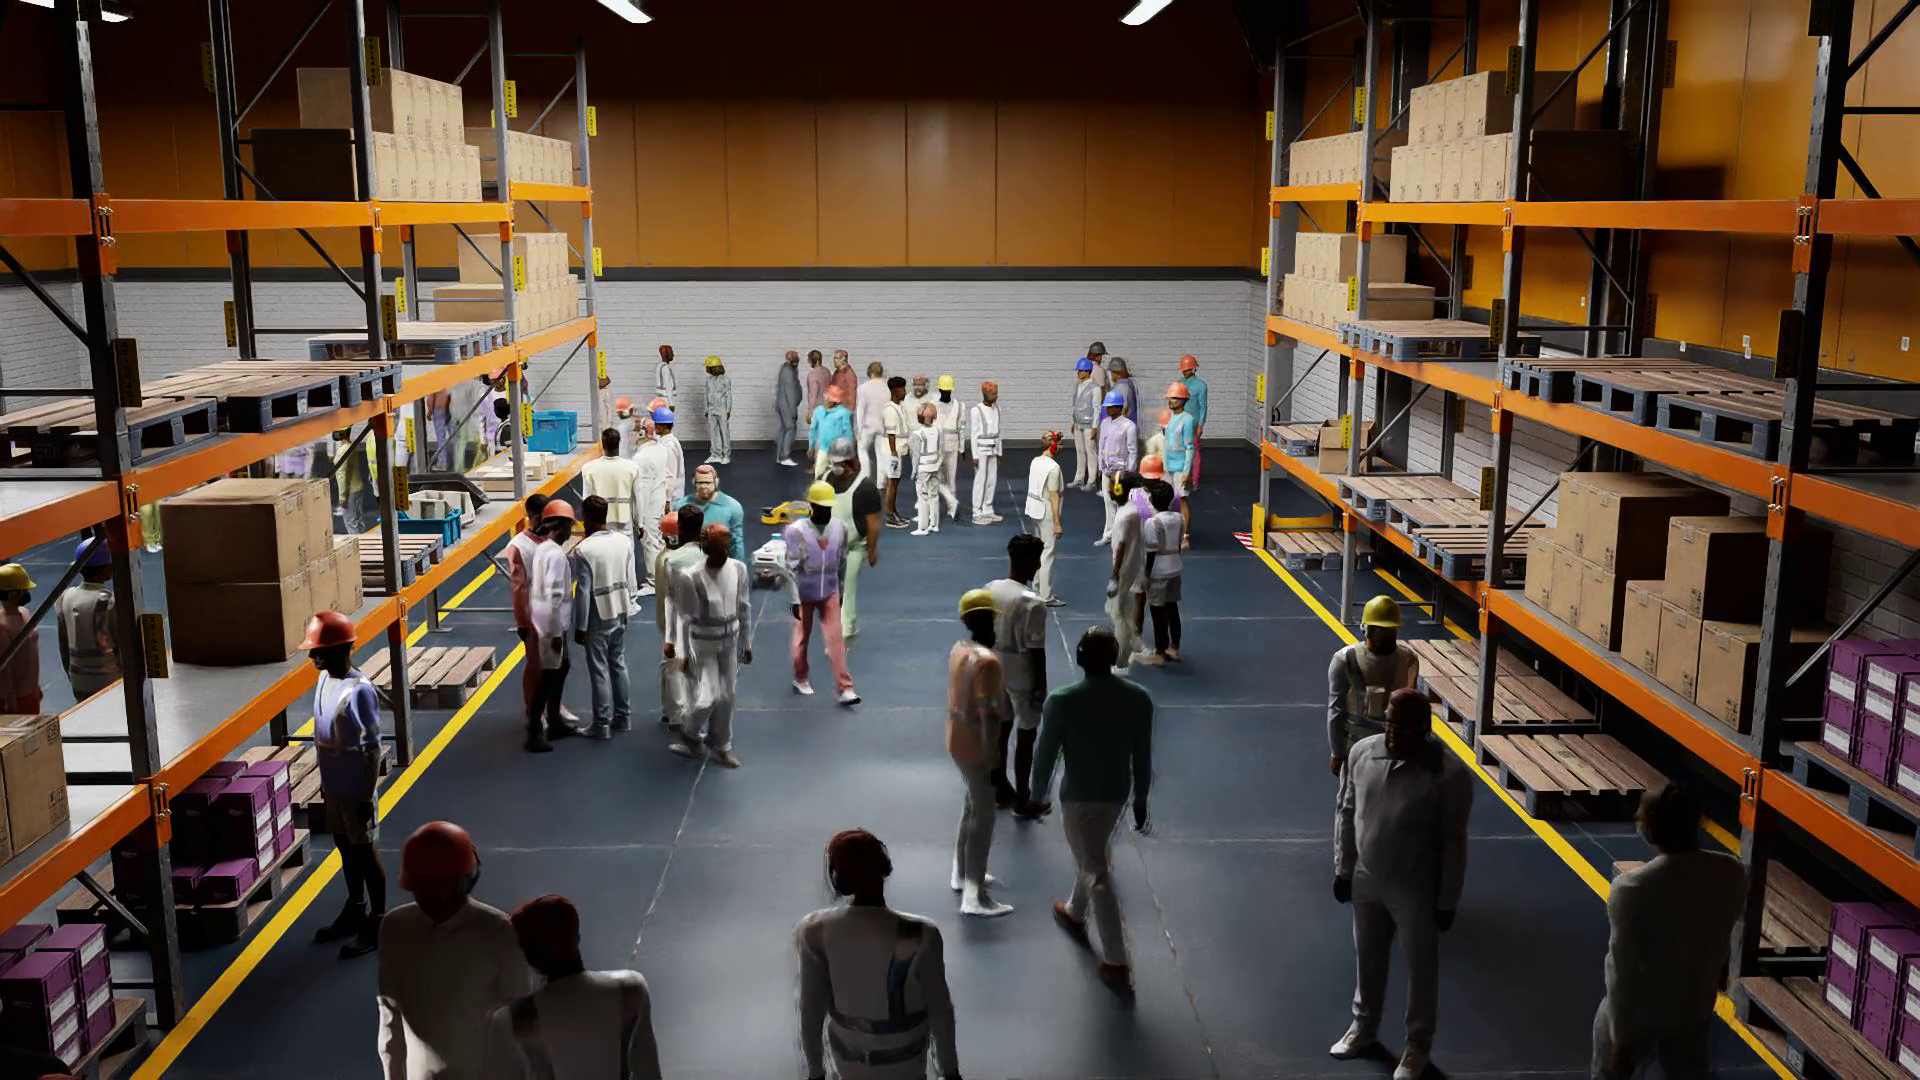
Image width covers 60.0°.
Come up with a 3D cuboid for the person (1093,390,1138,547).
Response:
[{"bbox_3d":[1.876,-0.835,20.052,0.406,1.945,0.614,-8,14,-36],"label":"person"}]

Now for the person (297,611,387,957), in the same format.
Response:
[{"bbox_3d":[-3.410,1.336,9.192,0.361,1.935,0.553,-11,16,-44],"label":"person"}]

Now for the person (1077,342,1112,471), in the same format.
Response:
[{"bbox_3d":[2.153,-2.117,26.246,0.536,2.000,0.682,-5,12,-22],"label":"person"}]

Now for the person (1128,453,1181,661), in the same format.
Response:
[{"bbox_3d":[1.744,0.160,15.134,0.550,1.925,0.391,-1,11,-3],"label":"person"}]

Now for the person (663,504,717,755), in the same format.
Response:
[{"bbox_3d":[-1.979,0.678,12.577,0.399,1.908,0.598,8,14,35],"label":"person"}]

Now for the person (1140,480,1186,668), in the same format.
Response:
[{"bbox_3d":[1.817,0.302,14.981,0.317,1.696,0.540,10,15,41],"label":"person"}]

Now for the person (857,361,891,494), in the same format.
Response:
[{"bbox_3d":[-1.254,-1.632,24.129,0.635,1.916,0.589,-6,13,-28],"label":"person"}]

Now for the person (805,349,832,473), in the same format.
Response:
[{"bbox_3d":[-2.222,-2.010,25.976,0.373,1.937,0.630,4,12,19],"label":"person"}]

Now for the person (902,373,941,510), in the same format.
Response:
[{"bbox_3d":[-0.480,-1.399,23.108,0.688,1.871,0.851,5,12,25],"label":"person"}]

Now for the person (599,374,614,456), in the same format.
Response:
[{"bbox_3d":[-5.494,-1.794,25.652,0.283,1.631,0.503,-7,13,-33],"label":"person"}]

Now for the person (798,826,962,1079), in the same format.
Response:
[{"bbox_3d":[-0.315,1.969,6.255,0.598,1.843,0.792,5,12,23],"label":"person"}]

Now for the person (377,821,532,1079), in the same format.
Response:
[{"bbox_3d":[-1.815,1.950,6.007,0.616,1.984,0.408,3,12,14],"label":"person"}]

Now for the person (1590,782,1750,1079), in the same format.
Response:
[{"bbox_3d":[2.818,1.870,6.632,0.627,1.893,0.953,-2,11,-11],"label":"person"}]

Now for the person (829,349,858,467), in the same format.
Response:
[{"bbox_3d":[-1.865,-2.056,26.277,0.401,1.910,0.642,-6,13,-26],"label":"person"}]

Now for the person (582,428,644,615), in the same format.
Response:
[{"bbox_3d":[-3.497,-0.174,16.817,0.600,1.915,0.376,-2,11,-9],"label":"person"}]

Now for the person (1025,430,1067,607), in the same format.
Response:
[{"bbox_3d":[0.887,-0.219,17.253,0.394,1.836,0.560,-4,12,-18],"label":"person"}]

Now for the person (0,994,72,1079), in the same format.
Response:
[{"bbox_3d":[-2.919,2.155,4.941,0.612,1.996,0.376,-3,12,-17],"label":"person"}]

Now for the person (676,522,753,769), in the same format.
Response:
[{"bbox_3d":[-1.807,0.773,12.201,0.595,1.868,0.445,-10,15,-42],"label":"person"}]

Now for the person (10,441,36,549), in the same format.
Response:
[{"bbox_3d":[-11.391,-0.662,19.966,0.310,1.636,0.523,2,11,8],"label":"person"}]

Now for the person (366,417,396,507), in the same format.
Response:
[{"bbox_3d":[-7.122,-0.797,20.514,0.534,1.694,0.320,10,15,41],"label":"person"}]

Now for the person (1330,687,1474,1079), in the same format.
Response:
[{"bbox_3d":[2.070,1.617,7.886,0.400,1.905,0.646,-10,15,-42],"label":"person"}]

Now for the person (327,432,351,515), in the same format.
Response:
[{"bbox_3d":[-8.385,-1.202,22.443,0.354,1.732,0.487,1,11,6],"label":"person"}]

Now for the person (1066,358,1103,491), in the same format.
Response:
[{"bbox_3d":[1.830,-1.695,24.361,0.389,1.949,0.602,-7,13,-31],"label":"person"}]

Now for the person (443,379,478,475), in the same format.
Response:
[{"bbox_3d":[-7.600,-1.866,25.504,0.545,1.830,0.667,4,12,19],"label":"person"}]

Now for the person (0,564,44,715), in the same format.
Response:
[{"bbox_3d":[-6.302,1.025,11.185,0.310,1.768,0.533,-2,12,-11],"label":"person"}]

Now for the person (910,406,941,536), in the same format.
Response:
[{"bbox_3d":[-0.430,-0.874,21.015,0.307,1.645,0.517,8,14,35],"label":"person"}]

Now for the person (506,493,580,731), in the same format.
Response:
[{"bbox_3d":[-3.323,0.563,13.162,0.409,1.907,0.595,5,12,25],"label":"person"}]

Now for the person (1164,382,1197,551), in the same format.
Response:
[{"bbox_3d":[2.601,-0.883,20.043,0.363,2.048,0.612,-4,12,-21],"label":"person"}]

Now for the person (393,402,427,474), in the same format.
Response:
[{"bbox_3d":[-7.456,-1.368,22.491,0.536,2.000,0.684,6,13,26],"label":"person"}]

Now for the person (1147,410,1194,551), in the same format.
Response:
[{"bbox_3d":[2.518,-0.759,20.320,0.595,1.704,0.892,-8,14,-35],"label":"person"}]

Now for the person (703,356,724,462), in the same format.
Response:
[{"bbox_3d":[-4.007,-2.135,27.105,0.332,1.735,0.488,-2,11,-9],"label":"person"}]

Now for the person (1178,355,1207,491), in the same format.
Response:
[{"bbox_3d":[3.342,-1.717,24.374,0.391,1.988,0.611,-9,14,-37],"label":"person"}]
